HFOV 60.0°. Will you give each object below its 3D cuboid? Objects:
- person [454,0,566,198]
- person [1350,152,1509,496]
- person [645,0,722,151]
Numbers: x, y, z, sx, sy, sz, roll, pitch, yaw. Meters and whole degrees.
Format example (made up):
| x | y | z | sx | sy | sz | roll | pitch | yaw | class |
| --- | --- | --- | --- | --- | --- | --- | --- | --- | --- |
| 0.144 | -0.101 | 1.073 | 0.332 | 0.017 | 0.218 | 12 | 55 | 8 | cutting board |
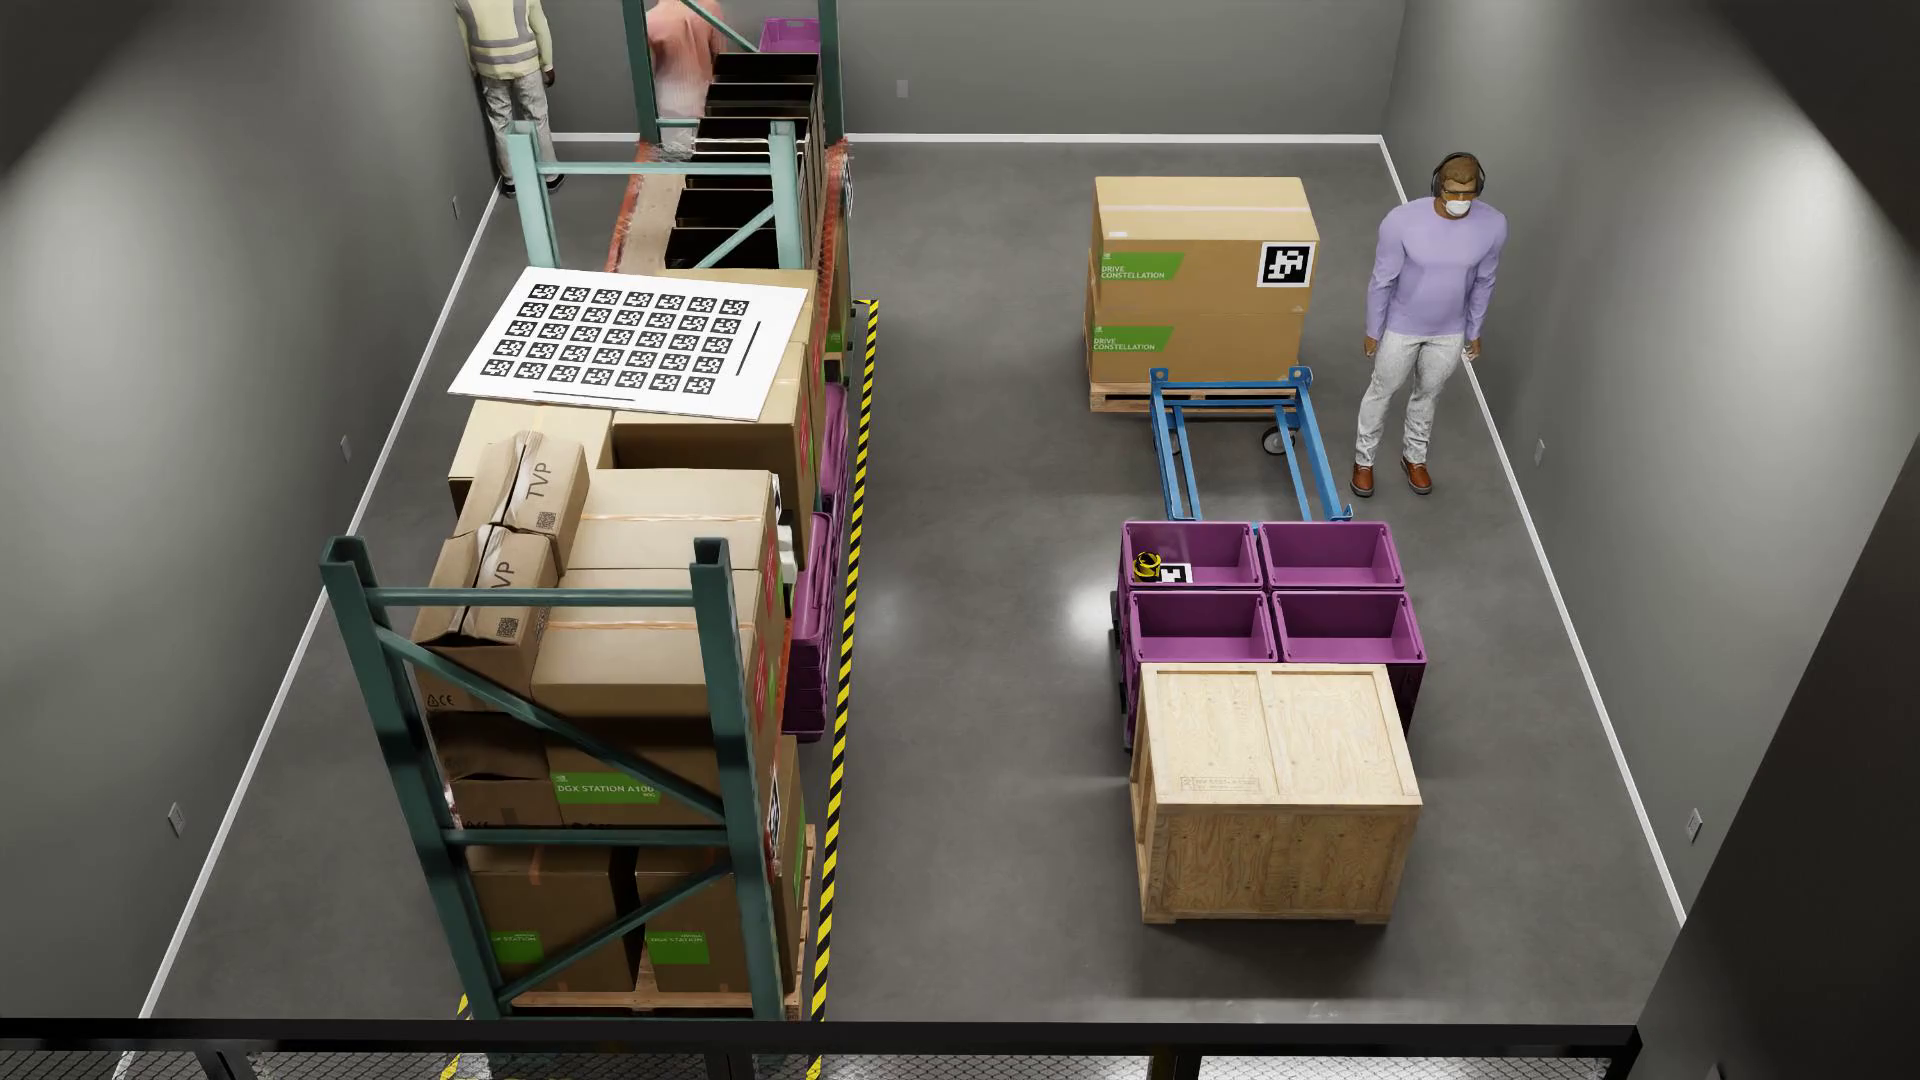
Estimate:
| x | y | z | sx | sy | sz | roll | pitch | yaw | class |
| --- | --- | --- | --- | --- | --- | --- | --- | --- | --- |
| -2.908 | -3.078 | 10.703 | 0.597 | 1.832 | 0.404 | -5 | 42 | -6 | person |
| 2.327 | -1.062 | 8.325 | 0.628 | 1.940 | 0.373 | -1 | 41 | -2 | person |
| -1.617 | -2.620 | 10.106 | 0.833 | 1.947 | 0.631 | 32 | 50 | 31 | person |
